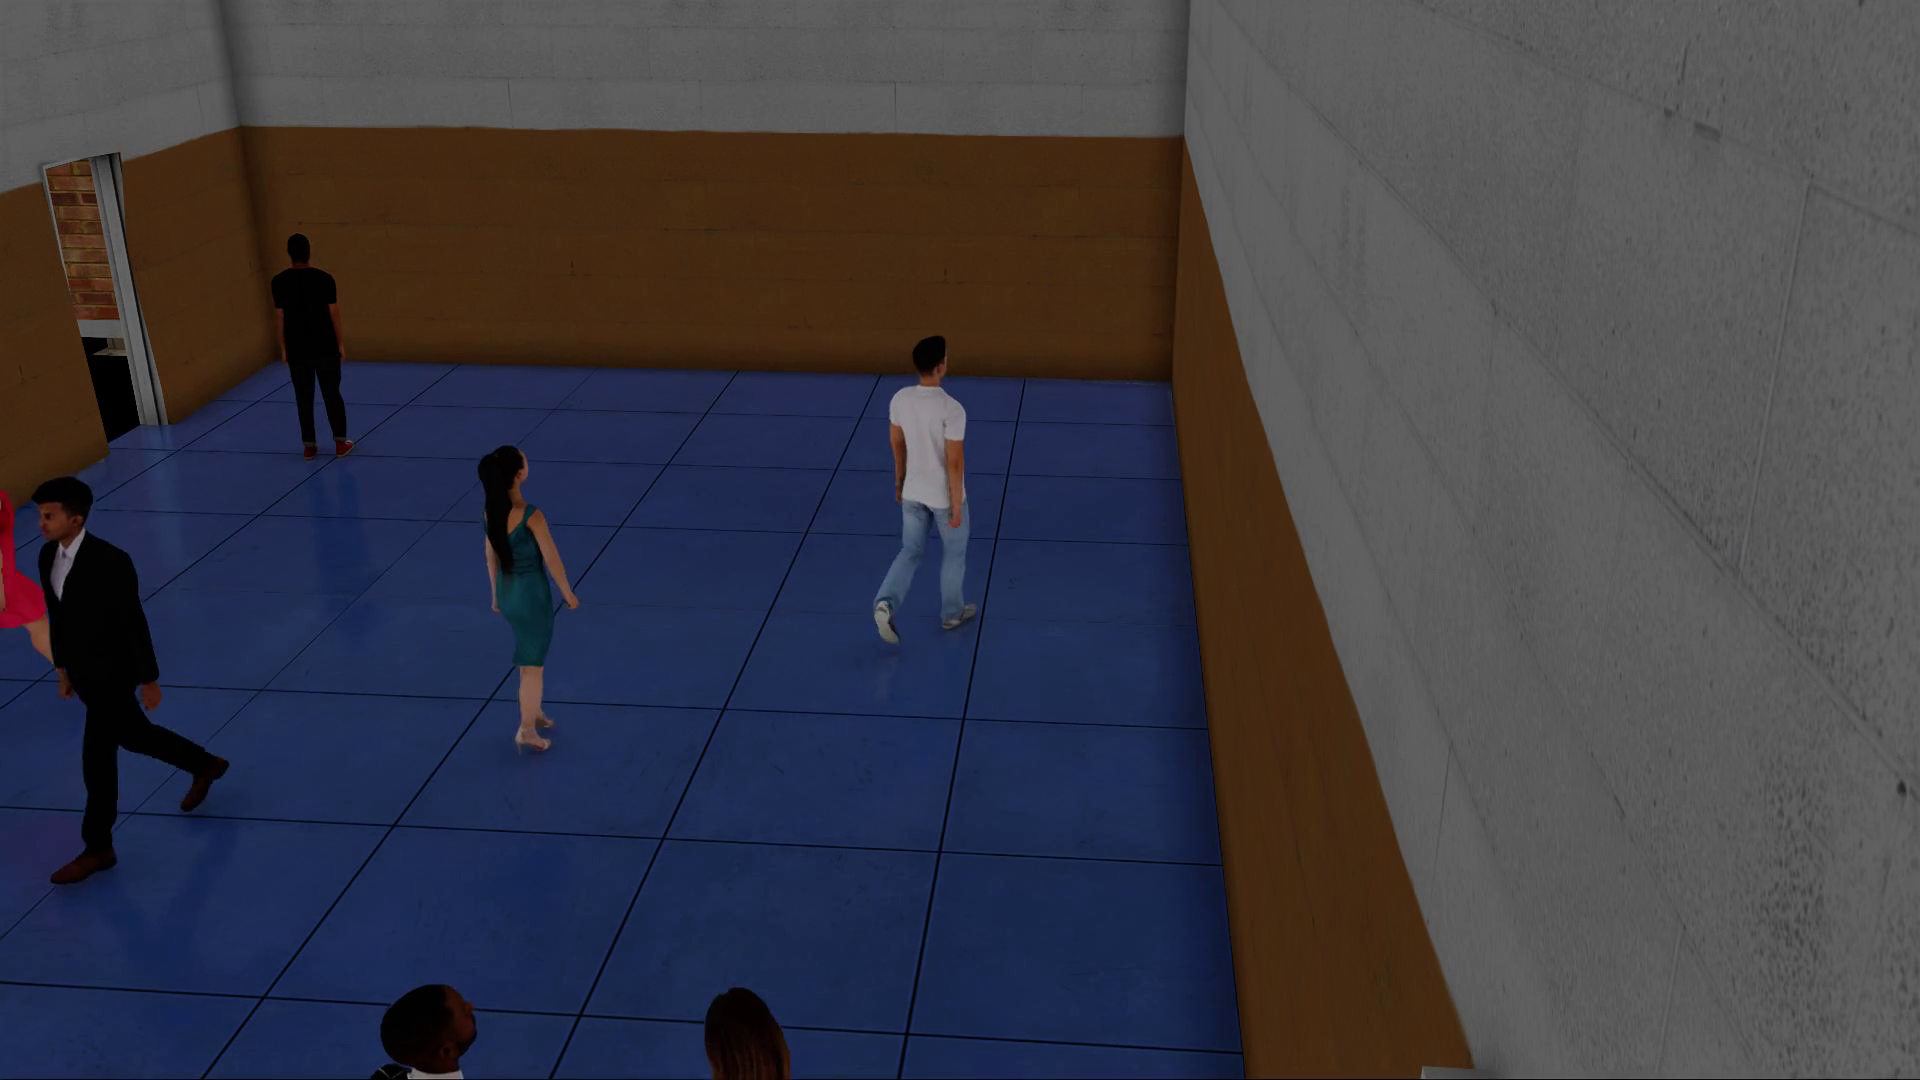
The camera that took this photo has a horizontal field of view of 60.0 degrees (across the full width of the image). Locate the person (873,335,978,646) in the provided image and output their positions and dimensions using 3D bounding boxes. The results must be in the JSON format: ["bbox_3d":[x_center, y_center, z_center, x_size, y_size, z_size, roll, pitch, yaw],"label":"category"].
[{"bbox_3d":[-0.212,-0.259,9.714,1.121,1.843,1.059,14,26,32],"label":"person"}]

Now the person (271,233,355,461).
[{"bbox_3d":[-5.029,-1.496,12.908,0.617,1.756,0.754,-7,23,-16],"label":"person"}]

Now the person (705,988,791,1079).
[{"bbox_3d":[-0.575,2.049,4.402,1.008,1.521,0.914,12,25,28],"label":"person"}]

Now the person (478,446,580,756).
[{"bbox_3d":[-2.253,0.347,8.430,0.655,1.676,0.734,14,26,31],"label":"person"}]

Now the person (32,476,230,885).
[{"bbox_3d":[-3.840,0.572,7.643,1.280,1.845,1.142,13,25,29],"label":"person"}]

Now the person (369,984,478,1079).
[{"bbox_3d":[-1.288,1.925,4.309,0.688,1.820,0.803,16,27,34],"label":"person"}]
